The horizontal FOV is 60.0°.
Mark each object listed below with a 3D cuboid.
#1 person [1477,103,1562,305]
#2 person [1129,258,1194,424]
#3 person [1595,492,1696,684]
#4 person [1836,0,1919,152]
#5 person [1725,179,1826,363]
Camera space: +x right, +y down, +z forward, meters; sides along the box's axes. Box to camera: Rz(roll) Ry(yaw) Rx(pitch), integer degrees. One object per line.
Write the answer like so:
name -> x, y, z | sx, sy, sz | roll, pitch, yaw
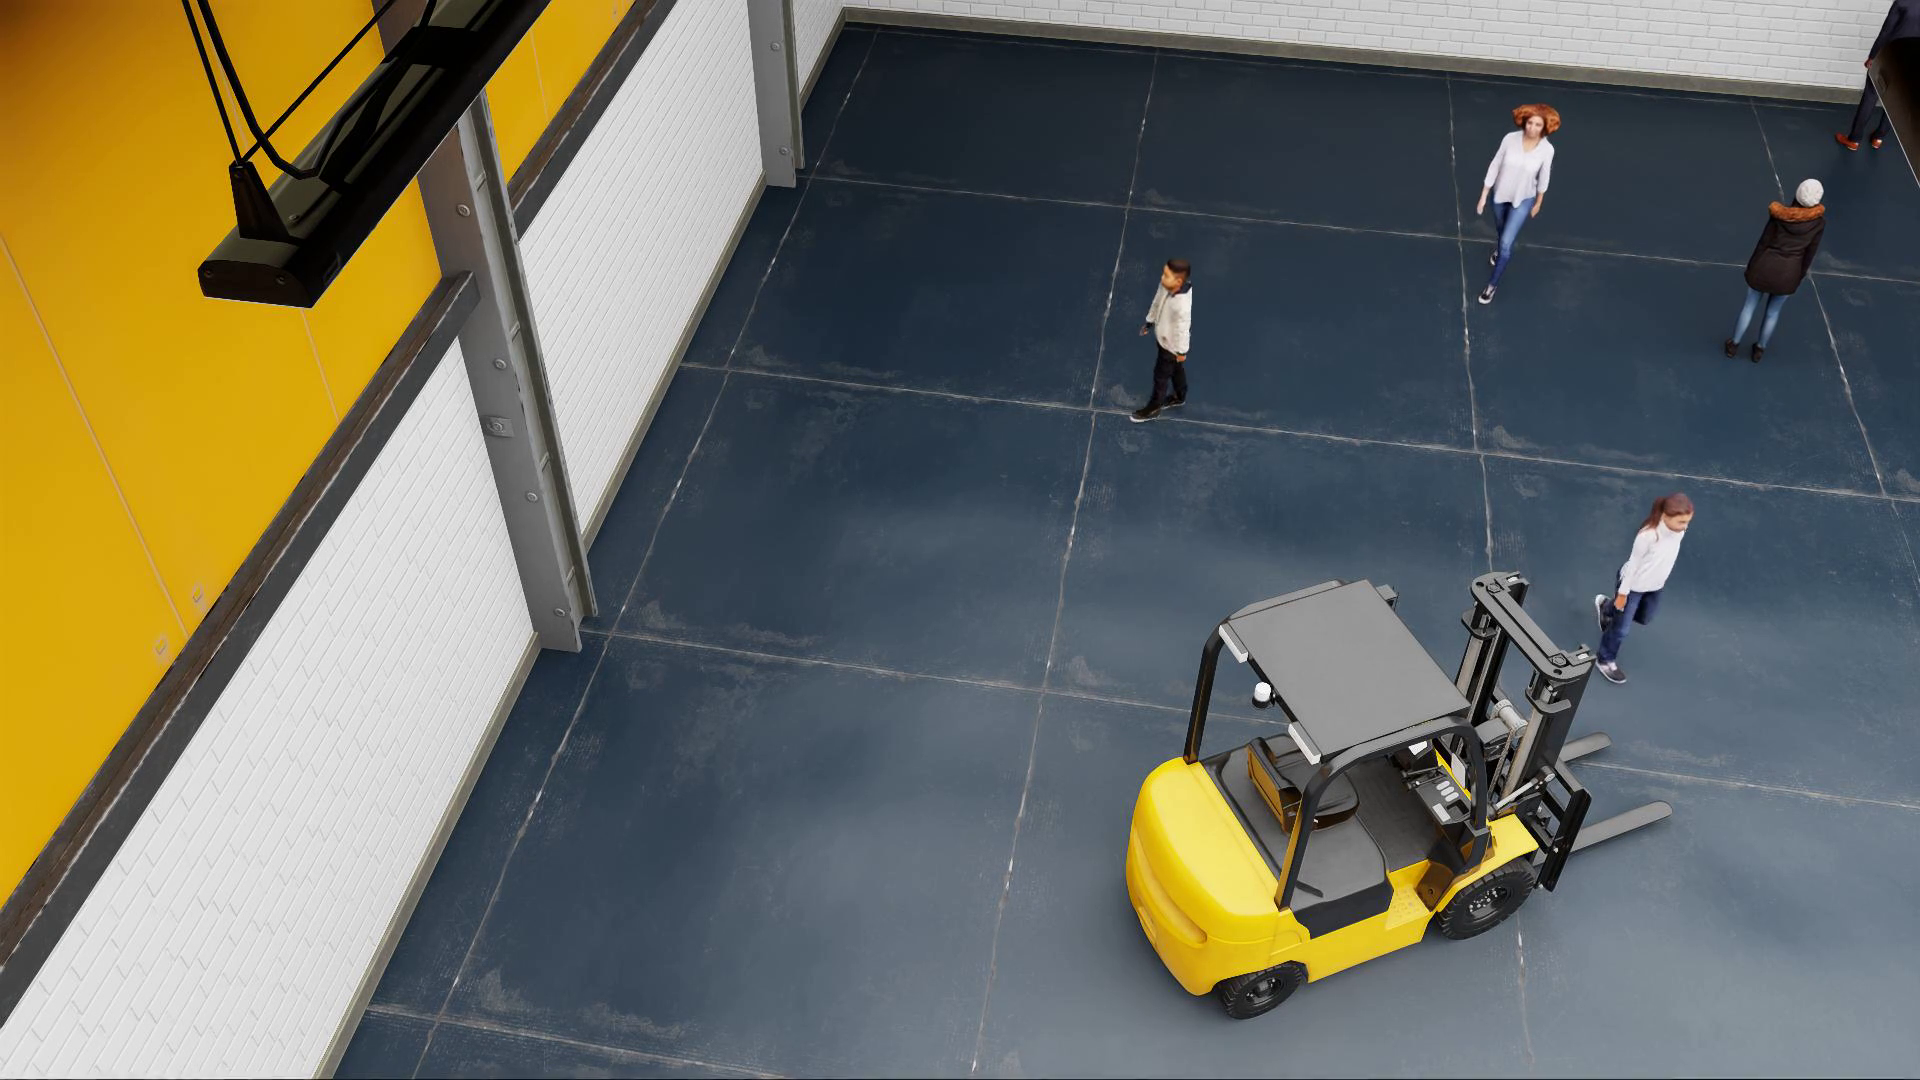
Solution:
person -> 4.682, -2.932, 13.994 | 0.996, 1.671, 1.239 | 28, 50, 26
person -> 1.686, -1.552, 12.717 | 0.803, 1.435, 0.782 | -8, 44, -8
person -> 4.365, 0.219, 10.784 | 0.754, 1.537, 0.890 | -11, 45, -11
person -> 8.746, -4.509, 15.540 | 0.750, 1.824, 0.669 | -2, 44, -2
person -> 6.471, -2.136, 13.186 | 0.623, 1.634, 0.611 | 10, 45, 11
